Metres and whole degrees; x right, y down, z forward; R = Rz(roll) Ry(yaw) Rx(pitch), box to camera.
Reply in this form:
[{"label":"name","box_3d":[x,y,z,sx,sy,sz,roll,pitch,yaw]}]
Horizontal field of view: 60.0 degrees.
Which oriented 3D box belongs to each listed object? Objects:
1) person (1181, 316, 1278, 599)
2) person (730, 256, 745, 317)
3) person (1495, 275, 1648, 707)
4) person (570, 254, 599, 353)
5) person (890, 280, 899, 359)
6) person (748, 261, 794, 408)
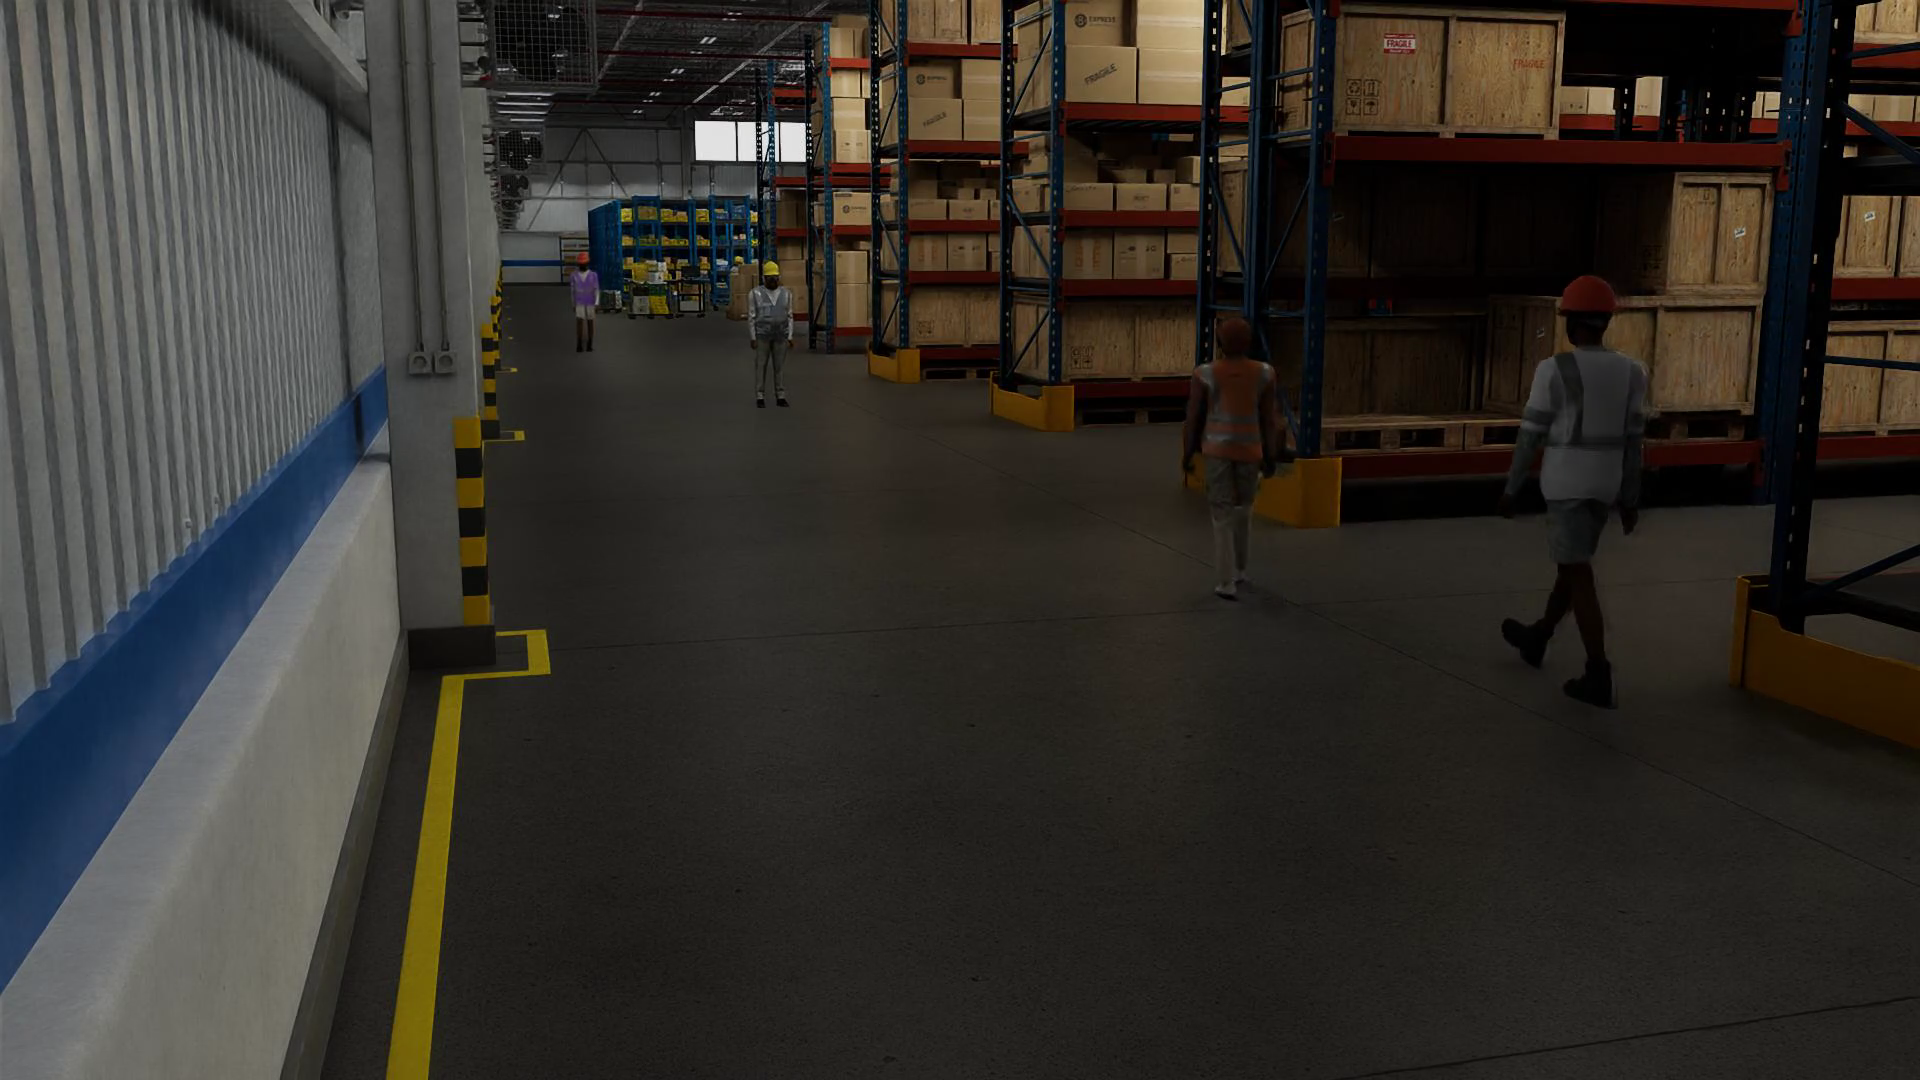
[{"label":"person","box_3d":[1.562,-0.493,9.738,0.537,1.609,0.736,-1,10,-3]},{"label":"person","box_3d":[-6.415,-7.326,48.108,0.485,1.733,0.355,4,11,21]},{"label":"person","box_3d":[2.769,-0.252,7.612,0.549,1.887,0.975,-3,11,-19]},{"label":"person","box_3d":[-7.194,-4.529,31.872,0.552,1.869,1.028,-1,10,-7]},{"label":"person","box_3d":[-0.992,-4.045,29.266,0.638,1.825,0.653,-5,11,-25]},{"label":"person","box_3d":[-2.371,-2.580,20.945,0.589,1.834,0.403,-4,11,-22]}]
